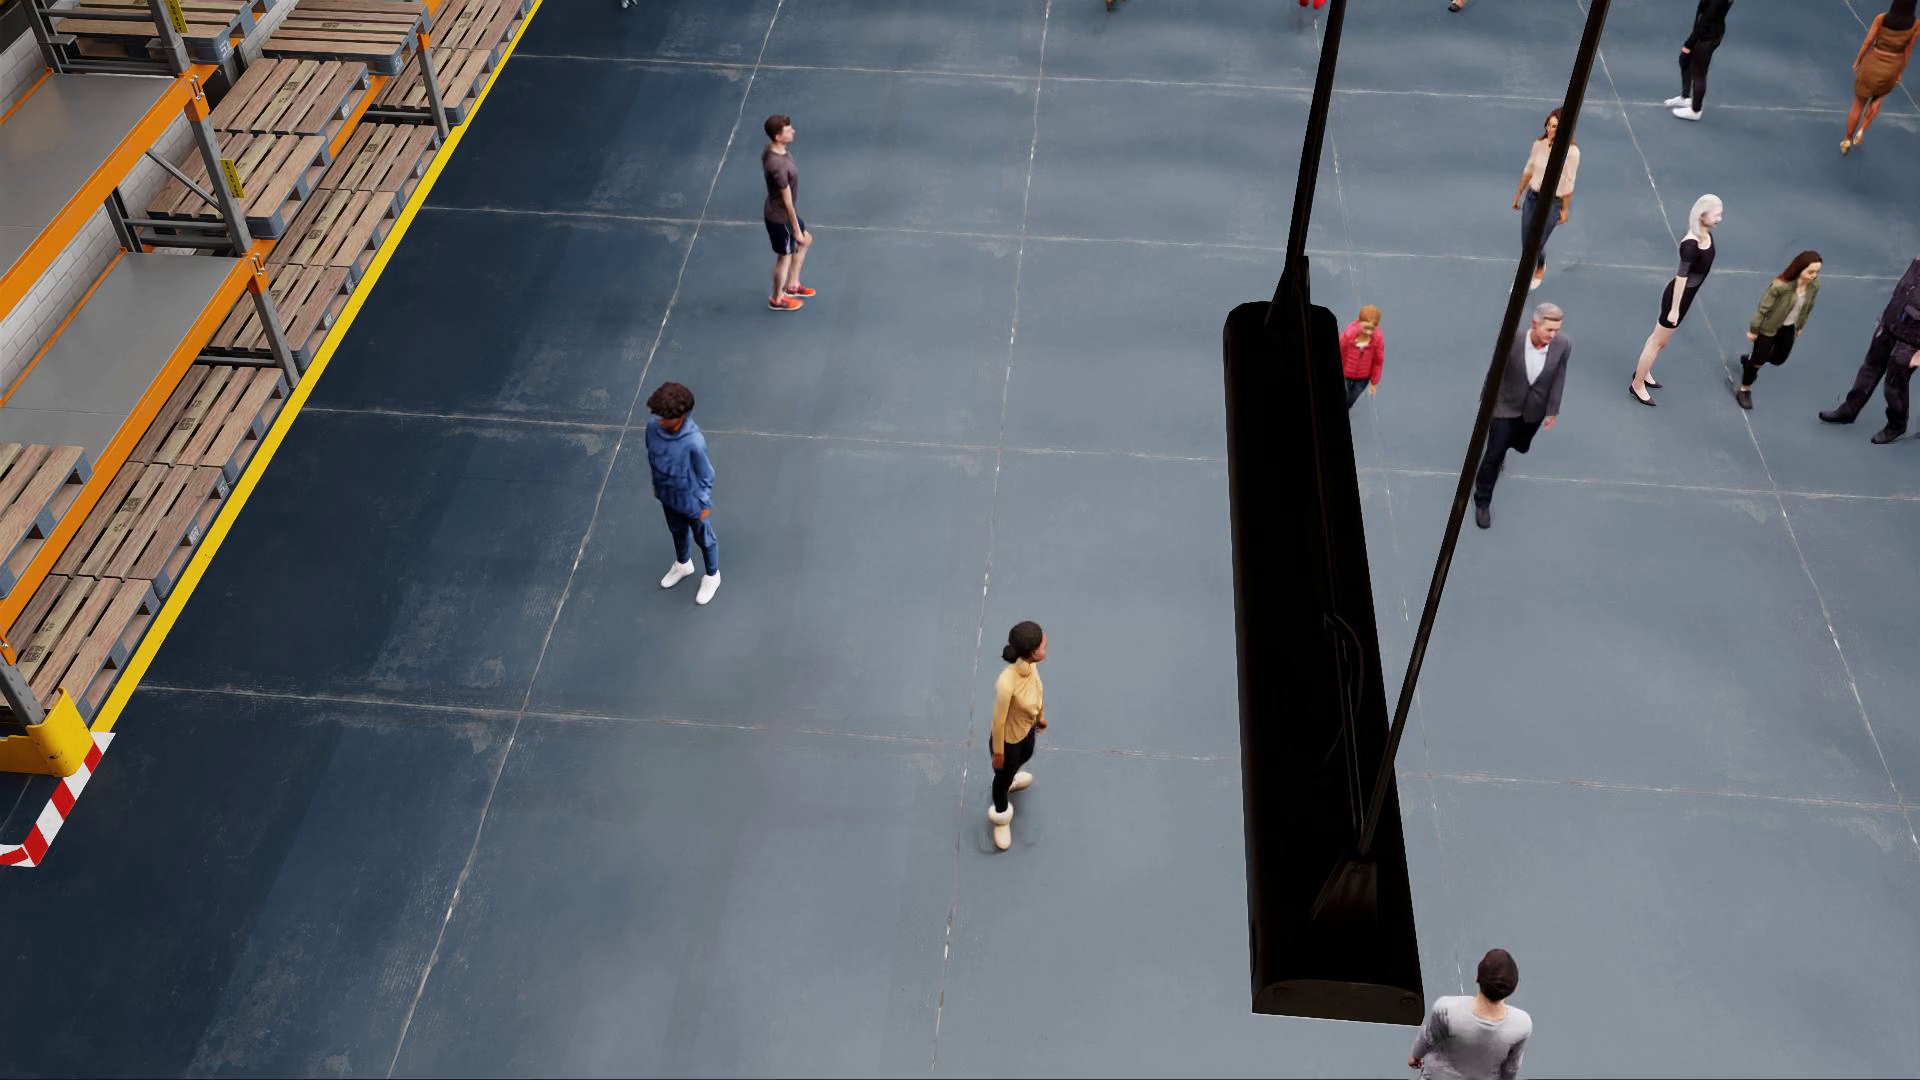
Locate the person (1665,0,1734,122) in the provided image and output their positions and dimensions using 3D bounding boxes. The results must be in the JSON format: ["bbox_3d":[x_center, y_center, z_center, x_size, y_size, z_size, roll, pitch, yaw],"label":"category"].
[{"bbox_3d":[7.385,-4.858,16.227,0.778,1.670,0.672,20,47,19],"label":"person"}]

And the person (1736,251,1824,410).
[{"bbox_3d":[6.379,-1.702,13.065,0.673,1.461,0.779,-5,44,-5],"label":"person"}]

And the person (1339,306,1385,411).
[{"bbox_3d":[3.030,-1.303,12.779,0.546,1.278,0.892,5,44,5],"label":"person"}]

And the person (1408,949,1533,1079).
[{"bbox_3d":[2.472,2.694,8.178,0.665,1.837,0.713,8,44,8],"label":"person"}]

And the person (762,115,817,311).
[{"bbox_3d":[-1.561,-2.691,13.830,0.806,1.837,0.684,-6,44,-7],"label":"person"}]

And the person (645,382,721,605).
[{"bbox_3d":[-1.892,-0.344,11.393,0.753,1.802,0.734,23,48,22],"label":"person"}]

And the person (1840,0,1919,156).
[{"bbox_3d":[8.698,-4.398,15.740,0.658,1.675,0.688,15,46,16],"label":"person"}]

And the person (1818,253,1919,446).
[{"bbox_3d":[7.216,-1.562,12.629,0.861,1.859,0.814,-3,44,-3],"label":"person"}]

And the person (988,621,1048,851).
[{"bbox_3d":[0.287,1.183,9.921,0.714,1.621,0.881,-34,53,-30],"label":"person"}]

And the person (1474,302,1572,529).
[{"bbox_3d":[4.067,-1.019,12.100,0.697,1.803,1.108,3,44,3],"label":"person"}]

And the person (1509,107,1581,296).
[{"bbox_3d":[4.991,-2.871,14.062,0.826,1.779,0.766,-31,52,-29],"label":"person"}]

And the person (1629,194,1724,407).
[{"bbox_3d":[5.606,-1.889,12.995,0.719,1.829,0.586,22,48,22],"label":"person"}]
